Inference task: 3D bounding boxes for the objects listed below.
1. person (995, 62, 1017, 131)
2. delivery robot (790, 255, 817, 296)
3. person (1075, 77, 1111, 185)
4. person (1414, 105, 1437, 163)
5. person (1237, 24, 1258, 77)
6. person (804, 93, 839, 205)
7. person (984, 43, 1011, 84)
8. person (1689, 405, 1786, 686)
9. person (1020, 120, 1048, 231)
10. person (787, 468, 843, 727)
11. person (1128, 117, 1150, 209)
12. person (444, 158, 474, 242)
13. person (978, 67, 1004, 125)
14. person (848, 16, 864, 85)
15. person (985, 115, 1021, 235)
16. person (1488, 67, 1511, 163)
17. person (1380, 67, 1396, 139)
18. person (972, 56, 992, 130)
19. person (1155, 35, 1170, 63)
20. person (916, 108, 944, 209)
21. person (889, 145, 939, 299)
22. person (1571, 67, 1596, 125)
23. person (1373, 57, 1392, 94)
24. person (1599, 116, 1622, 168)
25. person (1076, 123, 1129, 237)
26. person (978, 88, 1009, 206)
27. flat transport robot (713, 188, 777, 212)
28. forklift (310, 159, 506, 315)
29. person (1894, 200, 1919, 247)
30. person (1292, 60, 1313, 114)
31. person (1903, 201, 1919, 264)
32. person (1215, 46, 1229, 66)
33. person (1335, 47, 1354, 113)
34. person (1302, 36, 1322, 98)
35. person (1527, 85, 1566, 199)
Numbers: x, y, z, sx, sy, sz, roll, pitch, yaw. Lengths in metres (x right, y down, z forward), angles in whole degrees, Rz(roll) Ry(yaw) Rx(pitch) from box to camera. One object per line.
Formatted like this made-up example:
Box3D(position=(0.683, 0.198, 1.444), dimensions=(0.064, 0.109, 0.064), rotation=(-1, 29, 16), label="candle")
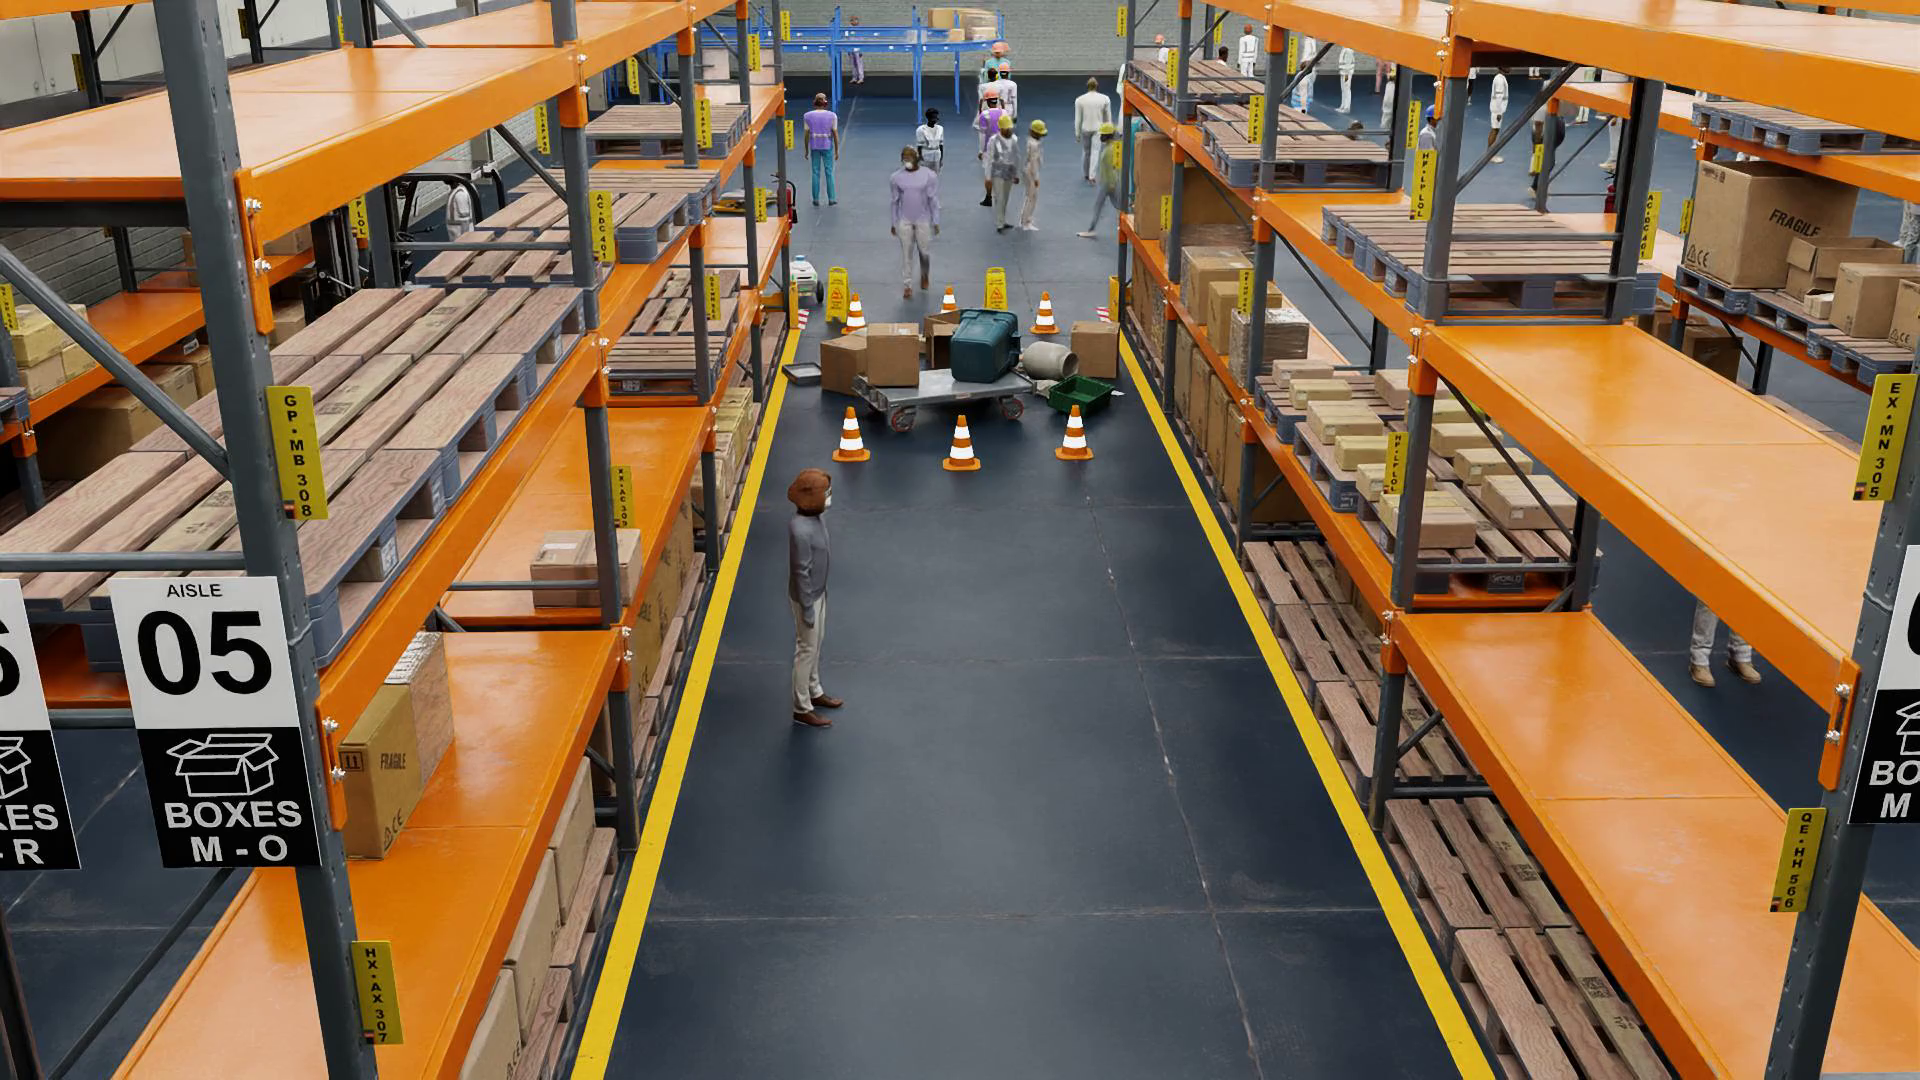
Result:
Box3D(position=(0.861, -8.376, 32.654), dimensions=(0.545, 1.929, 0.389), rotation=(7, 22, 18), label="person")
Box3D(position=(-2.032, -3.390, 21.251), dimensions=(0.477, 0.478, 0.707), rotation=(-4, 21, -11), label="delivery robot")
Box3D(position=(2.398, -7.415, 30.182), dimensions=(0.647, 1.892, 1.034), rotation=(4, 21, 11), label="person")
Box3D(position=(7.140, -5.657, 25.432), dimensions=(0.395, 1.949, 0.602), rotation=(8, 22, 21), label="person")
Box3D(position=(7.629, -12.728, 44.216), dimensions=(0.584, 1.881, 0.339), rotation=(-11, 23, -27), label="person")
Box3D(position=(-2.329, -6.557, 27.958), dimensions=(0.570, 1.843, 0.373), rotation=(0, 21, -1), label="person")
Box3D(position=(0.829, -9.941, 36.692), dimensions=(0.625, 1.992, 0.389), rotation=(-4, 21, -12), label="person")
Box3D(position=(4.985, 0.039, 10.528), dimensions=(0.621, 1.845, 0.429), rotation=(-3, 21, -7), label="person")
Box3D(position=(1.136, -5.657, 25.777), dimensions=(0.435, 1.699, 0.617), rotation=(1, 21, 3), label="person")
Box3D(position=(-0.890, 0.340, 10.038), dimensions=(0.291, 1.625, 0.506), rotation=(2, 21, 6), label="person")
Box3D(position=(2.950, -6.447, 27.665), dimensions=(0.325, 1.843, 0.517), rotation=(-10, 23, -24), label="person")
Box3D(position=(-6.057, -3.644, 20.128), dimensions=(0.355, 1.939, 0.543), rotation=(-9, 22, -22), label="person")
Box3D(position=(0.621, -8.243, 32.383), dimensions=(0.535, 1.868, 0.309), rotation=(3, 21, 8), label="person")
Box3D(position=(-3.010, -14.022, 47.619), dimensions=(0.401, 1.899, 0.645), rotation=(-18, 27, -39), label="person")
Box3D(position=(0.664, -5.623, 25.578), dimensions=(0.627, 1.799, 0.552), rotation=(-15, 26, -35), label="person")
Box3D(position=(10.615, -8.465, 32.721), dimensions=(0.368, 2.048, 0.608), rotation=(5, 21, 13), label="person")
Box3D(position=(8.844, -8.773, 33.965), dimensions=(0.414, 1.726, 0.508), rotation=(-13, 24, -31), label="person")
Box3D(position=(0.588, -10.128, 37.714), dimensions=(0.640, 1.619, 0.528), rotation=(2, 21, 5), label="person")
Box3D(position=(5.062, -11.988, 42.439), dimensions=(0.563, 1.752, 0.328), rotation=(11, 23, 27), label="person")
Box3D(position=(-0.490, -6.286, 27.474), dimensions=(0.536, 1.686, 0.333), rotation=(-13, 25, -32), label="person")
Box3D(position=(-0.587, -4.066, 21.259), dimensions=(0.657, 1.923, 0.605), rotation=(5, 21, 13), label="person")
Box3D(position=(14.526, -10.490, 38.663), dimensions=(0.507, 1.623, 0.287), rotation=(-13, 24, -31), label="person")
Box3D(position=(11.492, -12.983, 44.880), dimensions=(0.655, 1.889, 0.710), rotation=(-4, 21, -12), label="person")
Box3D(position=(12.690, -8.227, 32.099), dimensions=(0.535, 2.000, 0.687), rotation=(13, 24, 30), label="person")
Box3D(position=(2.282, -5.454, 25.213), dimensions=(0.908, 1.719, 0.545), rotation=(2, 21, 4), label="person")
Box3D(position=(0.545, -6.581, 27.902), dimensions=(0.542, 1.931, 0.366), rotation=(-11, 23, -26), label="person")
Box3D(position=(-3.629, -5.713, 27.915), dimensions=(0.652, 0.197, 1.431), rotation=(7, 22, 17), label="flat transport robot")
Box3D(position=(-5.622, -2.910, 17.832), dimensions=(2.313, 2.155, 1.214), rotation=(-1, 21, -1), label="forklift")
Box3D(position=(14.133, -5.187, 24.492), dimensions=(0.499, 1.735, 0.334), rotation=(1, 21, 3), label="person")
Box3D(position=(7.066, -8.967, 34.352), dimensions=(0.431, 1.833, 0.625), rotation=(1, 21, 3), label="person")
Box3D(position=(12.774, -4.339, 21.945), dimensions=(0.375, 1.950, 0.614), rotation=(-4, 21, -11), label="person")
Box3D(position=(5.721, -9.927, 36.785), dimensions=(0.409, 1.908, 0.597), rotation=(-5, 21, -14), label="person")
Box3D(position=(9.459, -11.489, 40.871), dimensions=(0.427, 1.938, 0.604), rotation=(0, 21, -1), label="person")
Box3D(position=(9.261, -12.649, 44.069), dimensions=(0.569, 1.847, 0.604), rotation=(11, 23, 26), label="person")
Box3D(position=(10.057, -6.834, 28.418), dimensions=(0.536, 2.000, 0.703), rotation=(15, 25, 34), label="person")
